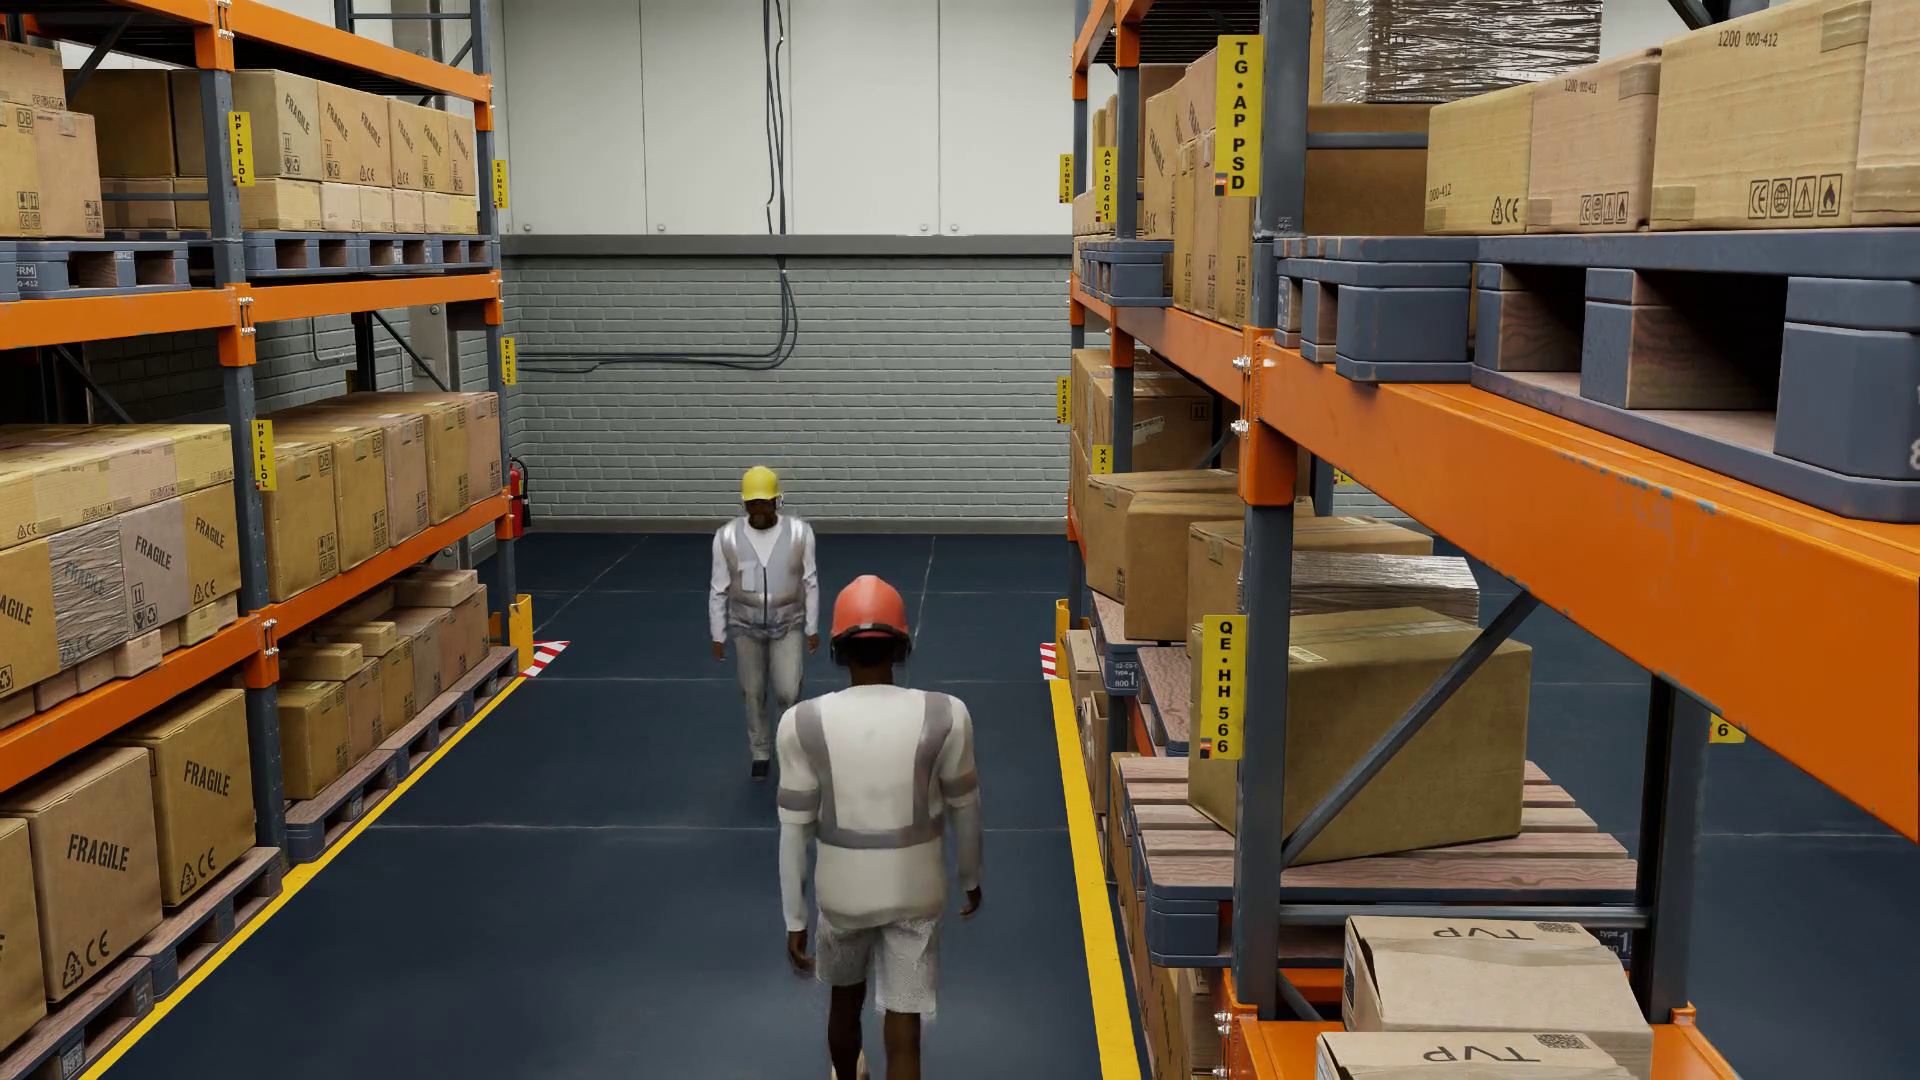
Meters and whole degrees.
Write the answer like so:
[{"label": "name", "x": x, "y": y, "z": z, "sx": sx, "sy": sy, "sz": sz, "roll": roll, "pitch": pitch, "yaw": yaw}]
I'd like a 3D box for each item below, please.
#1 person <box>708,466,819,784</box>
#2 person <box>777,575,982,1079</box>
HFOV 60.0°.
[{"label": "person", "x": -1.094, "y": 0.493, "z": 9.281, "sx": 0.618, "sy": 1.810, "sz": 0.566, "roll": -1, "pitch": 10, "yaw": -4}, {"label": "person", "x": -0.250, "y": 1.098, "z": 5.369, "sx": 0.635, "sy": 1.996, "sz": 1.011, "roll": 0, "pitch": 10, "yaw": 1}]
